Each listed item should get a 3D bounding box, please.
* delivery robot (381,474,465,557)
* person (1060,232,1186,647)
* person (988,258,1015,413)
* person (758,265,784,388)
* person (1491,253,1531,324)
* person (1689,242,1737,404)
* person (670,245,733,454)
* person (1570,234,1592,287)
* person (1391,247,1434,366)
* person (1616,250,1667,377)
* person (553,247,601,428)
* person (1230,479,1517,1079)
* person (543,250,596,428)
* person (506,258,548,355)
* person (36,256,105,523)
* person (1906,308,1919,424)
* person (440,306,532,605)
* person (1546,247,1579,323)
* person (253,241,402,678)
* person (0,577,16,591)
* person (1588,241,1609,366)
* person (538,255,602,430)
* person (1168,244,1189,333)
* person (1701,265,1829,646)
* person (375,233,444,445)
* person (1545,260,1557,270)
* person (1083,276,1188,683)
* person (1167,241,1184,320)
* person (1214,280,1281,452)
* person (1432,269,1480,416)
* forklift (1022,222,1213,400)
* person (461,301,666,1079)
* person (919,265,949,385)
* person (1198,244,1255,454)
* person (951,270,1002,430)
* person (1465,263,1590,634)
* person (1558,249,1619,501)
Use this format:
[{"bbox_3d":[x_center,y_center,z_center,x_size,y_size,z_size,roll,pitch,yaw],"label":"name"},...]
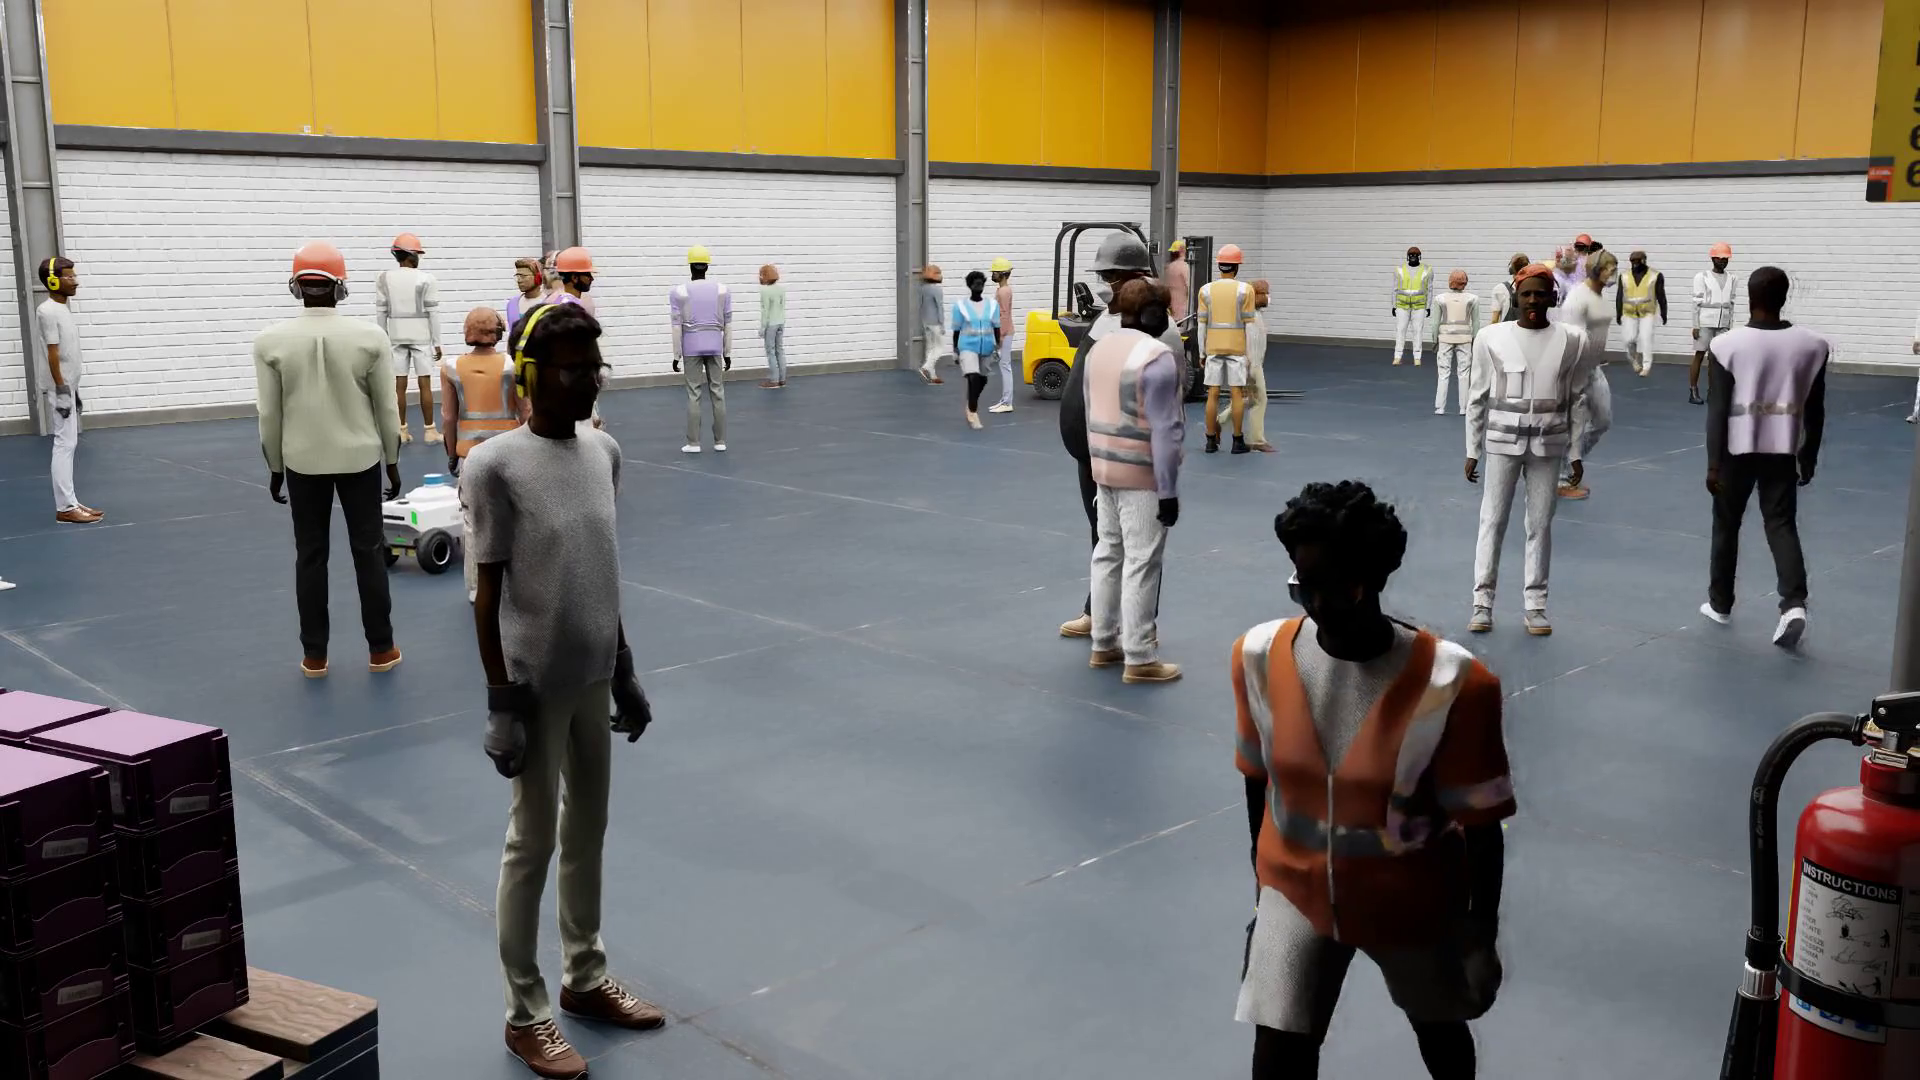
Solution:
[{"bbox_3d":[-3.230,-0.161,10.223,0.477,0.478,0.707,5,11,24],"label":"delivery robot"},{"bbox_3d":[0.751,-0.474,8.126,0.537,2.000,0.678,-5,12,-26],"label":"person"},{"bbox_3d":[0.472,-2.342,19.069,0.315,1.768,0.525,0,10,2],"label":"person"},{"bbox_3d":[-2.512,-2.828,22.117,0.322,1.623,0.570,4,11,20],"label":"person"},{"bbox_3d":[5.655,-1.991,16.934,0.520,1.843,0.331,3,11,17],"label":"person"},{"bbox_3d":[9.045,-2.591,19.949,0.542,1.939,0.364,-2,11,-8],"label":"person"},{"bbox_3d":[-2.404,-1.763,15.466,0.587,1.928,0.362,-5,11,-25],"label":"person"},{"bbox_3d":[9.587,-3.710,25.770,0.615,2.040,0.391,7,12,32],"label":"person"},{"bbox_3d":[7.037,-3.638,25.925,0.622,1.844,0.429,3,11,18],"label":"person"},{"bbox_3d":[9.849,-3.268,24.010,0.733,1.814,0.577,7,12,33],"label":"person"},{"bbox_3d":[-2.718,-1.108,11.870,0.359,1.938,0.545,-5,12,-26],"label":"person"},{"bbox_3d":[0.791,0.655,3.161,0.542,1.614,1.023,6,12,31],"label":"person"},{"bbox_3d":[-3.052,-1.275,12.867,0.402,1.906,0.651,2,11,10],"label":"person"},{"bbox_3d":[-3.340,-1.293,13.125,0.567,1.846,0.389,6,12,28],"label":"person"},{"bbox_3d":[-6.311,-1.054,11.754,0.327,1.874,0.518,-4,11,-21],"label":"person"},{"bbox_3d":[10.550,-2.158,17.801,0.653,1.874,0.457,5,12,26],"label":"person"},{"bbox_3d":[-2.565,-0.452,9.105,0.513,1.640,0.309,0,10,-1],"label":"person"},{"bbox_3d":[6.578,-2.247,18.214,0.395,1.894,0.705,5,11,25],"label":"person"},{"bbox_3d":[-2.876,-0.360,7.631,0.611,1.995,0.375,-3,11,-17],"label":"person"},{"bbox_3d":[-5.652,-0.520,9.480,0.311,1.636,0.521,-9,14,-41],"label":"person"},{"bbox_3d":[9.714,-3.693,25.956,0.840,1.943,0.600,8,13,36],"label":"person"},{"bbox_3d":[-3.936,-1.896,16.458,0.524,1.833,0.939,7,12,33],"label":"person"},{"bbox_3d":[3.532,-3.710,26.194,0.490,1.885,0.702,-2,11,-10],"label":"person"},{"bbox_3d":[4.059,-0.437,8.377,0.604,1.879,0.935,1,10,8],"label":"person"},{"bbox_3d":[-5.315,-1.936,16.103,0.609,2.040,0.395,0,10,3],"label":"person"},{"bbox_3d":[6.787,-2.309,18.950,0.395,1.741,0.575,3,11,16],"label":"person"},{"bbox_3d":[0.811,-0.278,7.611,0.429,1.840,0.634,-5,12,-26],"label":"person"},{"bbox_3d":[3.533,-3.883,27.020,0.364,1.930,0.588,-1,10,-7],"label":"person"},{"bbox_3d":[2.684,-1.623,15.578,0.621,1.620,0.505,2,11,10],"label":"person"},{"bbox_3d":[5.562,-2.209,18.682,0.523,1.640,0.306,3,11,15],"label":"person"},{"bbox_3d":[1.935,-2.847,20.651,2.313,2.155,1.214,2,11,13],"label":"forklift"},{"bbox_3d":[-0.960,0.360,4.067,0.329,1.866,0.511,5,12,28],"label":"person"},{"bbox_3d":[-0.367,-2.900,22.467,0.372,1.619,0.529,-6,12,-30],"label":"person"},{"bbox_3d":[2.477,-1.765,15.447,0.542,1.939,0.359,4,11,22],"label":"person"},{"bbox_3d":[0.155,-2.028,17.642,0.531,1.667,0.818,-3,11,-18],"label":"person"},{"bbox_3d":[2.865,-0.454,8.446,0.583,1.882,0.337,2,11,12],"label":"person"},{"bbox_3d":[4.763,-1.250,12.702,0.433,1.918,0.669,10,14,44],"label":"person"}]
